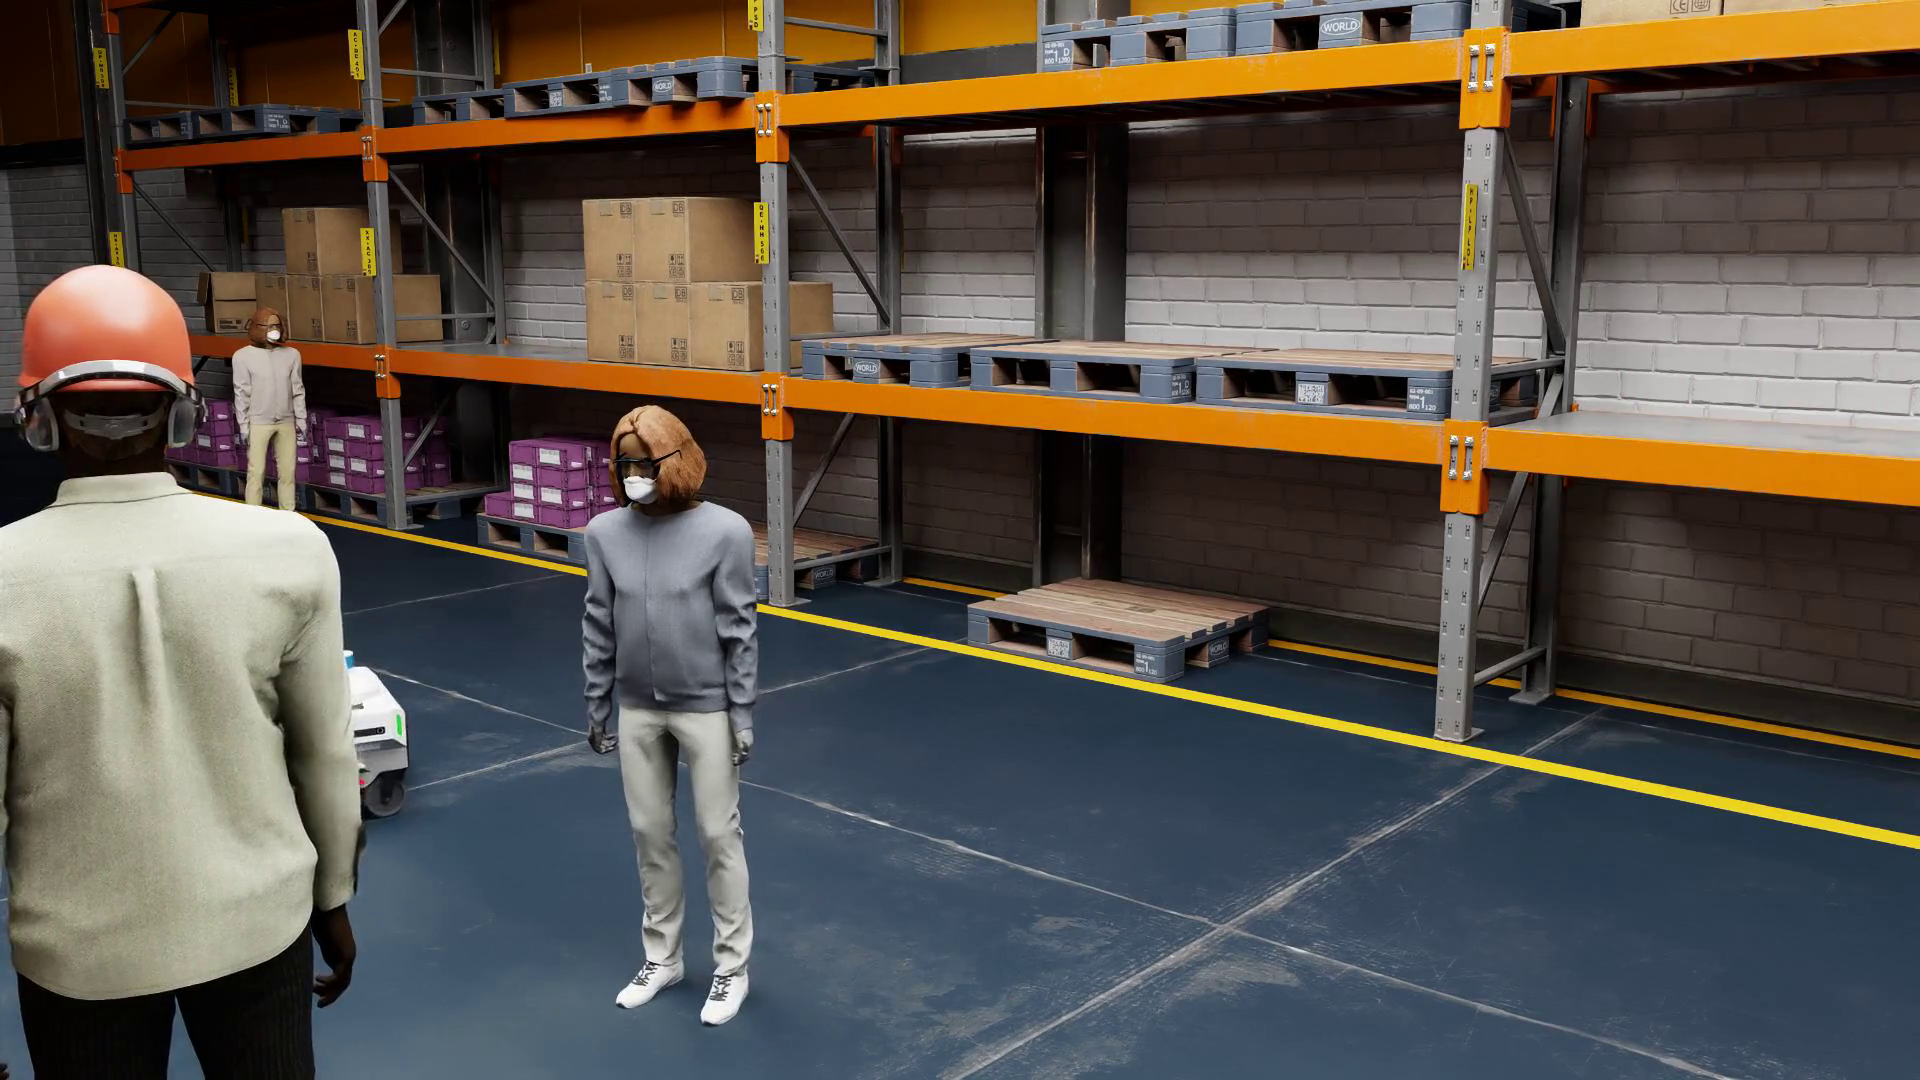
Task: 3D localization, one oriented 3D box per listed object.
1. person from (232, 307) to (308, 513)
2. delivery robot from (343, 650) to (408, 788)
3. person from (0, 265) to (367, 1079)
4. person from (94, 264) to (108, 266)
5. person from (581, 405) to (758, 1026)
[{"bbox_3d":[-4.736,-0.786,11.447,0.287,1.625,0.497,8,13,38],"label":"person"},{"bbox_3d":[-2.250,0.647,6.061,0.477,0.478,0.707,-5,11,-28],"label":"delivery robot"},{"bbox_3d":[-1.222,0.591,2.544,0.609,1.996,0.379,-7,12,-37],"label":"person"},{"bbox_3d":[-5.494,-0.828,10.856,0.401,1.919,0.588,4,11,21],"label":"person"},{"bbox_3d":[-0.765,0.455,4.380,0.506,1.622,0.298,3,10,17],"label":"person"}]
